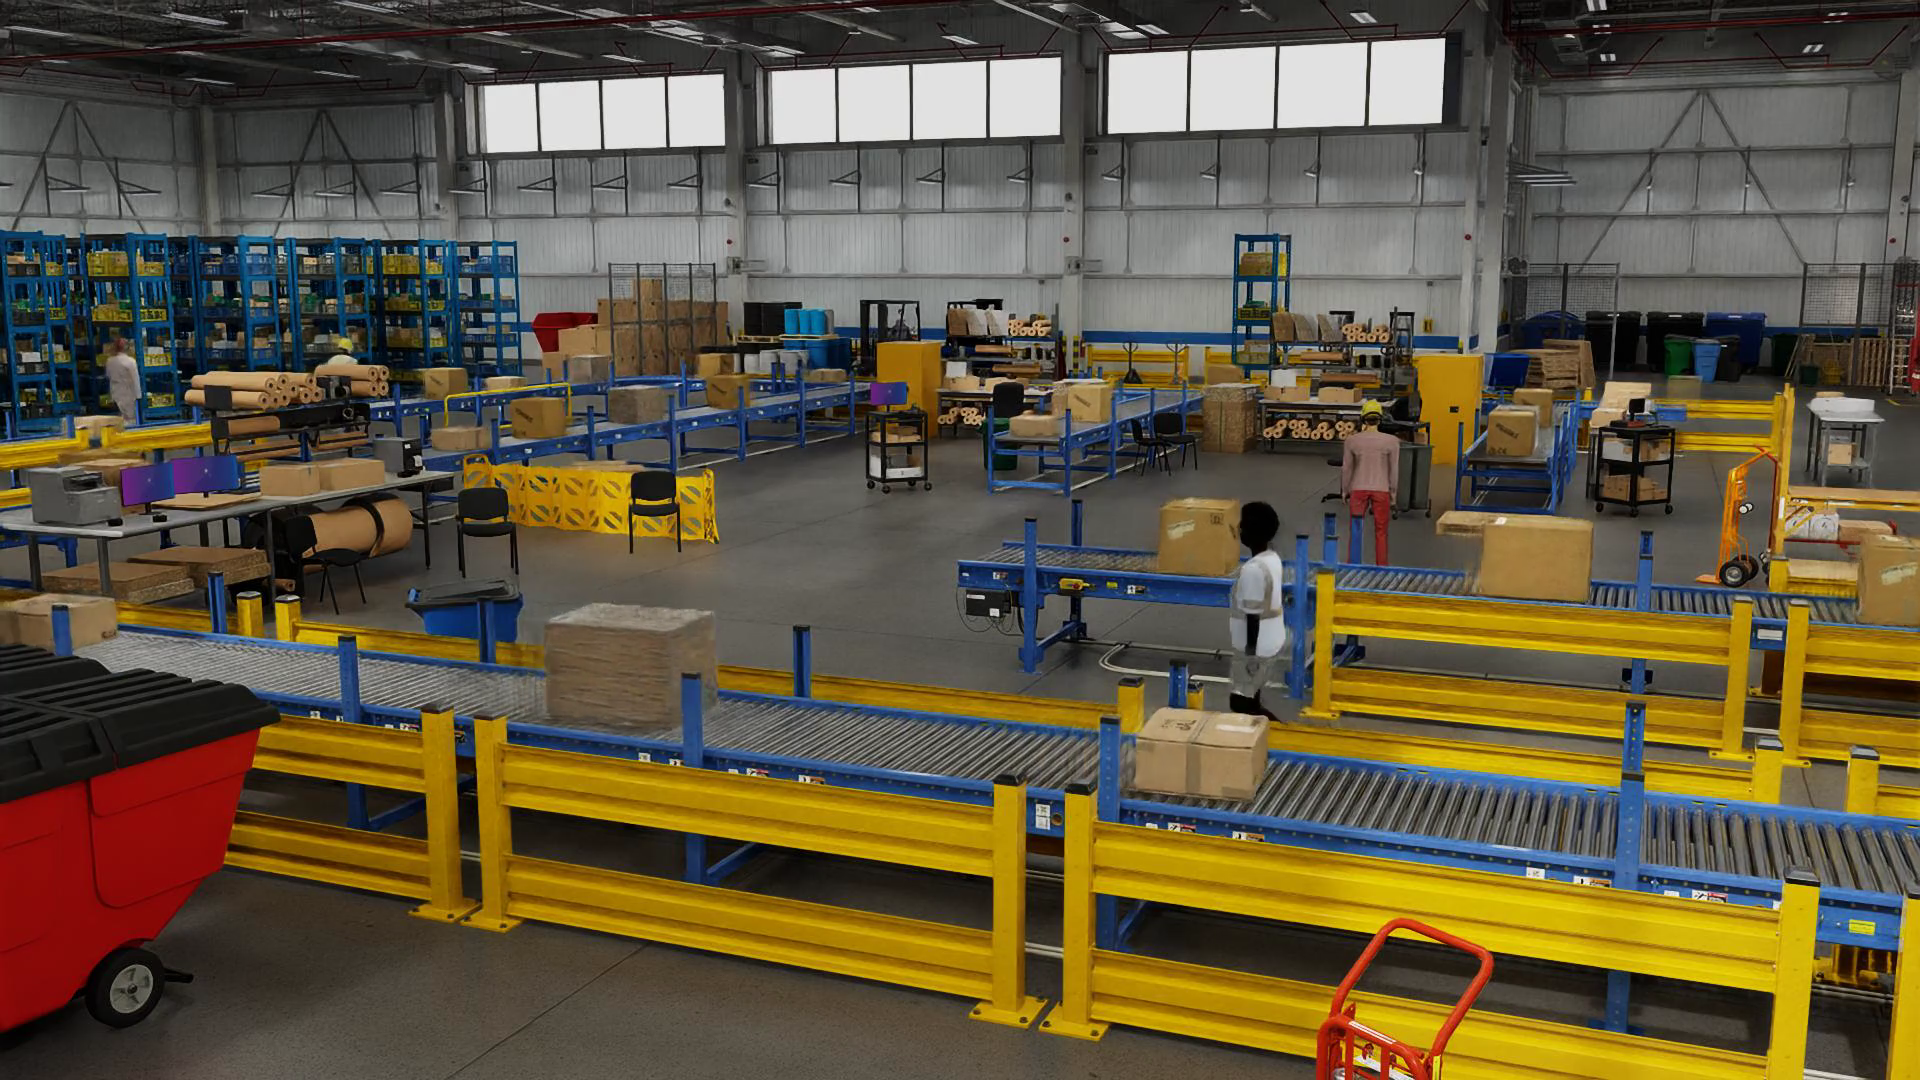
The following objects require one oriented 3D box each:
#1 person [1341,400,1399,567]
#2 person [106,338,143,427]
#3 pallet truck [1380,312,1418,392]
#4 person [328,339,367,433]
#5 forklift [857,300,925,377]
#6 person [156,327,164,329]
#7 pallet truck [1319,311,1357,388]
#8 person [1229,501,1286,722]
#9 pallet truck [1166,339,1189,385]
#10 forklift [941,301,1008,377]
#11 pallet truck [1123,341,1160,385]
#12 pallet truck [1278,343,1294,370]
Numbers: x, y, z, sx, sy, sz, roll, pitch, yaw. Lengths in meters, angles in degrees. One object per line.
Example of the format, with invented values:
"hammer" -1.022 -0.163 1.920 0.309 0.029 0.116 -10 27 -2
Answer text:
"person" 3.933 -0.465 15.990 0.536 1.755 0.384 3 10 16
"person" -13.407 -2.294 26.655 0.656 1.884 0.645 6 11 31
"pallet truck" 10.207 -4.283 38.369 0.823 1.965 1.885 3 10 20
"person" -10.391 -2.534 28.386 0.619 1.789 0.897 3 10 20
"forklift" -1.732 -5.109 42.468 1.157 1.987 2.680 4 10 22
"person" -17.971 -4.050 37.474 0.573 1.830 0.410 -7 11 -35
"pallet truck" 9.071 -4.419 39.190 0.823 1.965 1.885 5 10 26
"person" 1.781 0.613 9.664 0.540 1.682 0.540 4 10 25
"pallet truck" 5.418 -4.269 40.420 0.704 1.261 1.522 3 10 20
"forklift" 0.365 -4.966 41.571 1.157 1.987 2.680 3 10 20
"pallet truck" 4.445 -4.380 41.279 0.680 1.201 1.601 4 10 22
"pallet truck" 7.886 -4.163 39.743 0.653 1.274 1.630 4 10 22
